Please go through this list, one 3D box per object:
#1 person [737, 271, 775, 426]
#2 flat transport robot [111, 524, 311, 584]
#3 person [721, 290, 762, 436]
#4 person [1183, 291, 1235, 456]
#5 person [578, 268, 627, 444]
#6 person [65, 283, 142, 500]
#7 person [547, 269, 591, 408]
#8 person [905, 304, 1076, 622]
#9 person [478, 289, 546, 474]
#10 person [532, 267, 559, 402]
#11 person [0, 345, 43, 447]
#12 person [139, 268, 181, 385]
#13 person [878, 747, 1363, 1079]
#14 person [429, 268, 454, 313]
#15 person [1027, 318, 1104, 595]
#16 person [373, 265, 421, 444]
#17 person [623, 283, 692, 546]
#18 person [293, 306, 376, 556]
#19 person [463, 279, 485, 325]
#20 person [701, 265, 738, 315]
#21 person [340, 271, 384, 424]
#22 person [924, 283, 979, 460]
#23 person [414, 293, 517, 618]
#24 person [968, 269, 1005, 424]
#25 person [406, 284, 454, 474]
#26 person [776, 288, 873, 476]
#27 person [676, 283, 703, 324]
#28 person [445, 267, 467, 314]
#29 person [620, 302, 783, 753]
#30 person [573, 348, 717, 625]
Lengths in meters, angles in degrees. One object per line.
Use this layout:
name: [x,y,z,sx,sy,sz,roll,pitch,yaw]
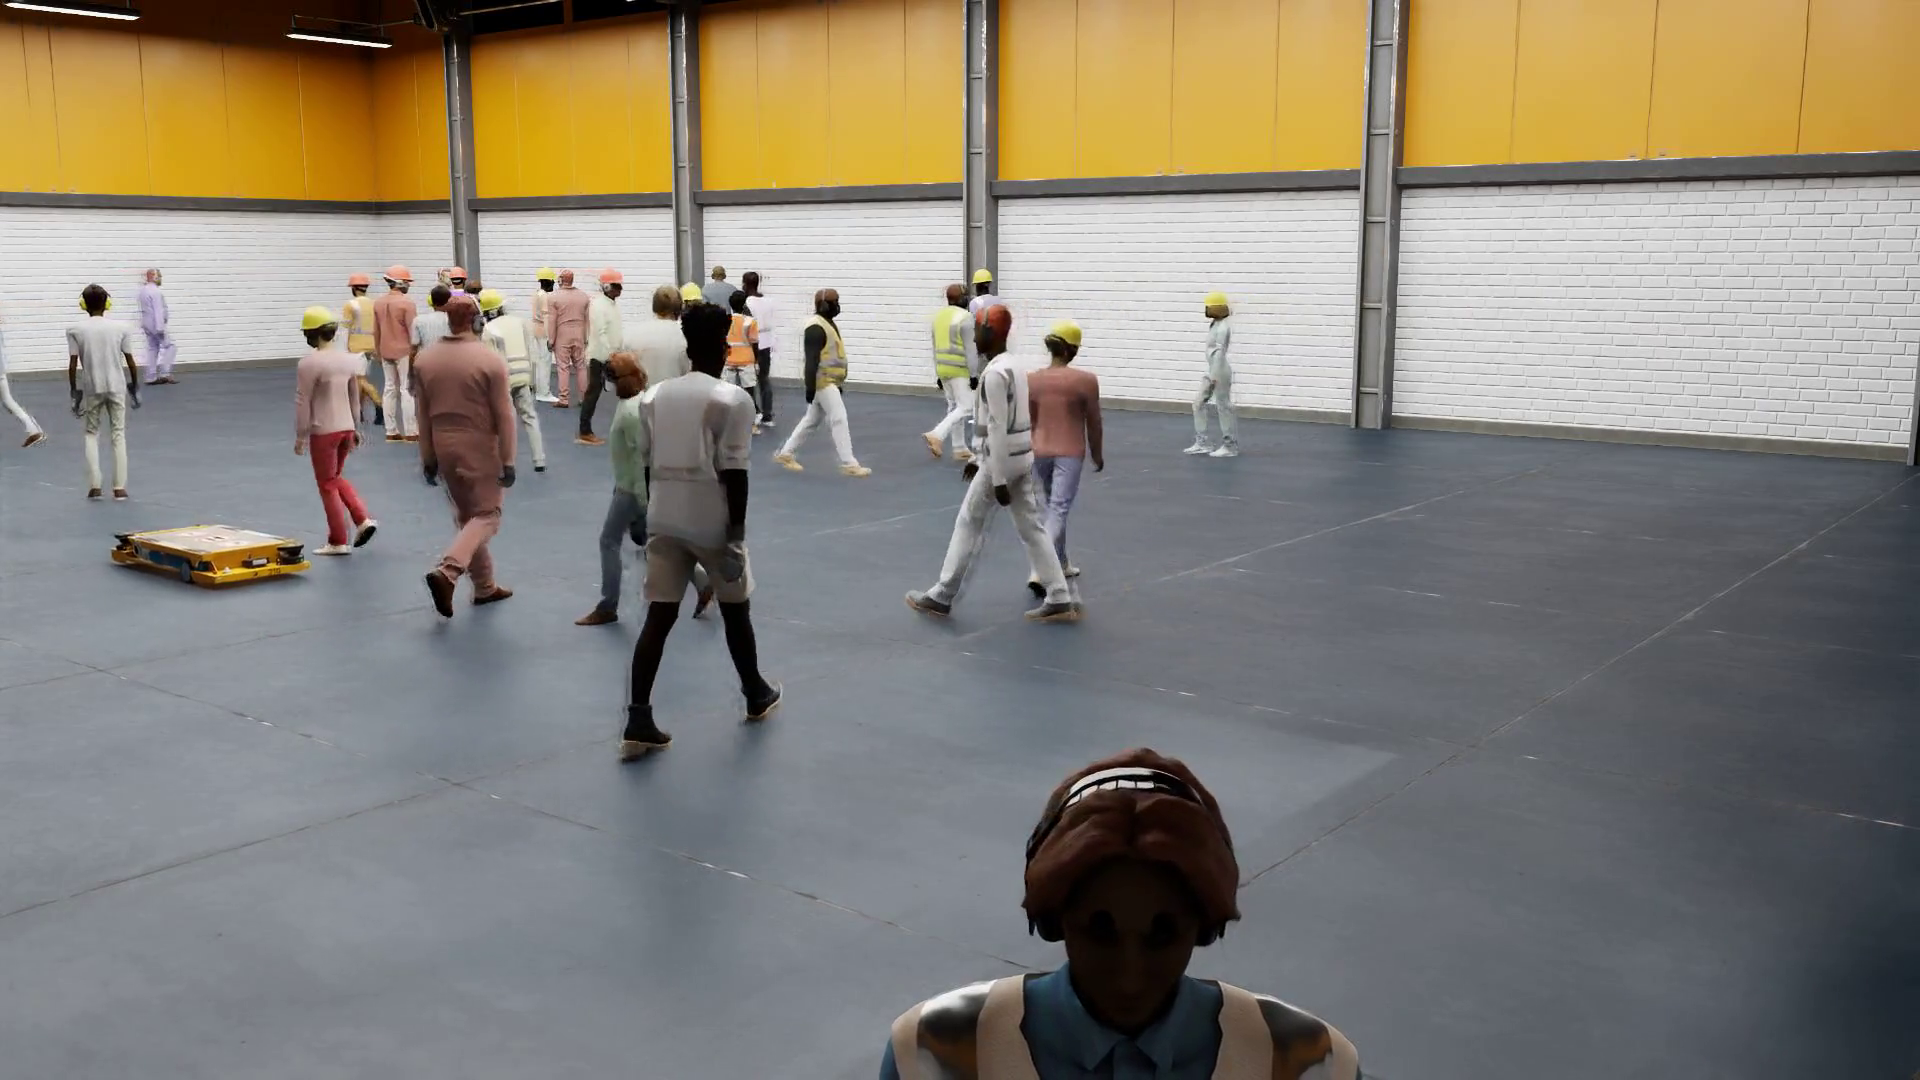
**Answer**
person: [-2.511,-2.332,20.395,0.480,1.902,0.608,5,11,28]
flat transport robot: [-5.014,0.077,11.100,1.431,0.197,0.652,8,13,39]
person: [-2.565,-2.044,19.303,0.535,1.697,0.322,3,10,17]
person: [2.596,-1.720,17.320,0.649,1.717,0.518,-1,10,-5]
person: [-3.815,-2.015,18.380,1.005,1.944,0.612,3,10,15]
person: [-7.341,-1.261,14.265,0.562,1.864,0.396,-5,11,-25]
person: [-5.411,-2.778,22.955,0.642,1.913,0.409,-8,13,-41]
person: [0.217,-0.427,9.539,1.014,1.835,0.562,4,10,21]
person: [-4.323,-1.499,15.923,0.637,1.790,0.639,7,12,34]
person: [-5.916,-2.934,23.814,0.382,1.924,0.594,-5,11,-26]
person: [-10.466,-1.777,18.049,0.837,1.596,0.501,-1,10,-8]
person: [-12.954,-3.449,26.946,0.666,1.883,0.617,9,13,43]
person: [0.153,1.006,1.717,0.513,1.640,0.309,0,10,1]
person: [-7.995,-3.291,25.972,0.406,1.906,0.645,2,10,11]
person: [0.596,-0.531,10.442,0.503,1.719,0.910,6,11,31]
person: [-6.253,-2.066,18.573,0.612,1.991,0.392,5,11,27]
person: [-2.169,-0.908,12.096,0.628,1.906,0.866,1,10,9]
person: [-4.420,-0.750,11.630,0.373,1.755,0.525,3,10,17]
person: [-5.932,-2.275,20.308,0.654,1.818,0.658,-4,10,-21]
person: [-3.806,-3.387,26.424,0.633,1.936,0.353,-3,10,-17]
person: [-7.441,-2.398,20.762,0.896,1.909,0.560,4,11,24]
person: [-0.083,-1.690,16.864,0.652,1.825,0.640,-6,12,-33]
person: [-2.917,-0.498,9.761,0.655,1.887,0.800,4,11,24]
person: [0.300,-2.398,20.704,0.385,1.922,0.594,9,13,41]
person: [-5.064,-1.553,16.088,0.561,1.828,0.806,-3,10,-15]
person: [-1.348,-1.514,15.943,0.963,1.803,0.636,1,10,8]
person: [-2.861,-1.817,17.636,0.598,1.814,0.487,-7,12,-36]
person: [-7.046,-2.882,23.505,0.542,1.931,0.375,-4,11,-24]
person: [-1.145,-0.065,7.181,0.628,1.905,0.992,5,11,27]
person: [-1.780,-0.298,9.439,0.801,1.596,0.494,-1,10,-3]
